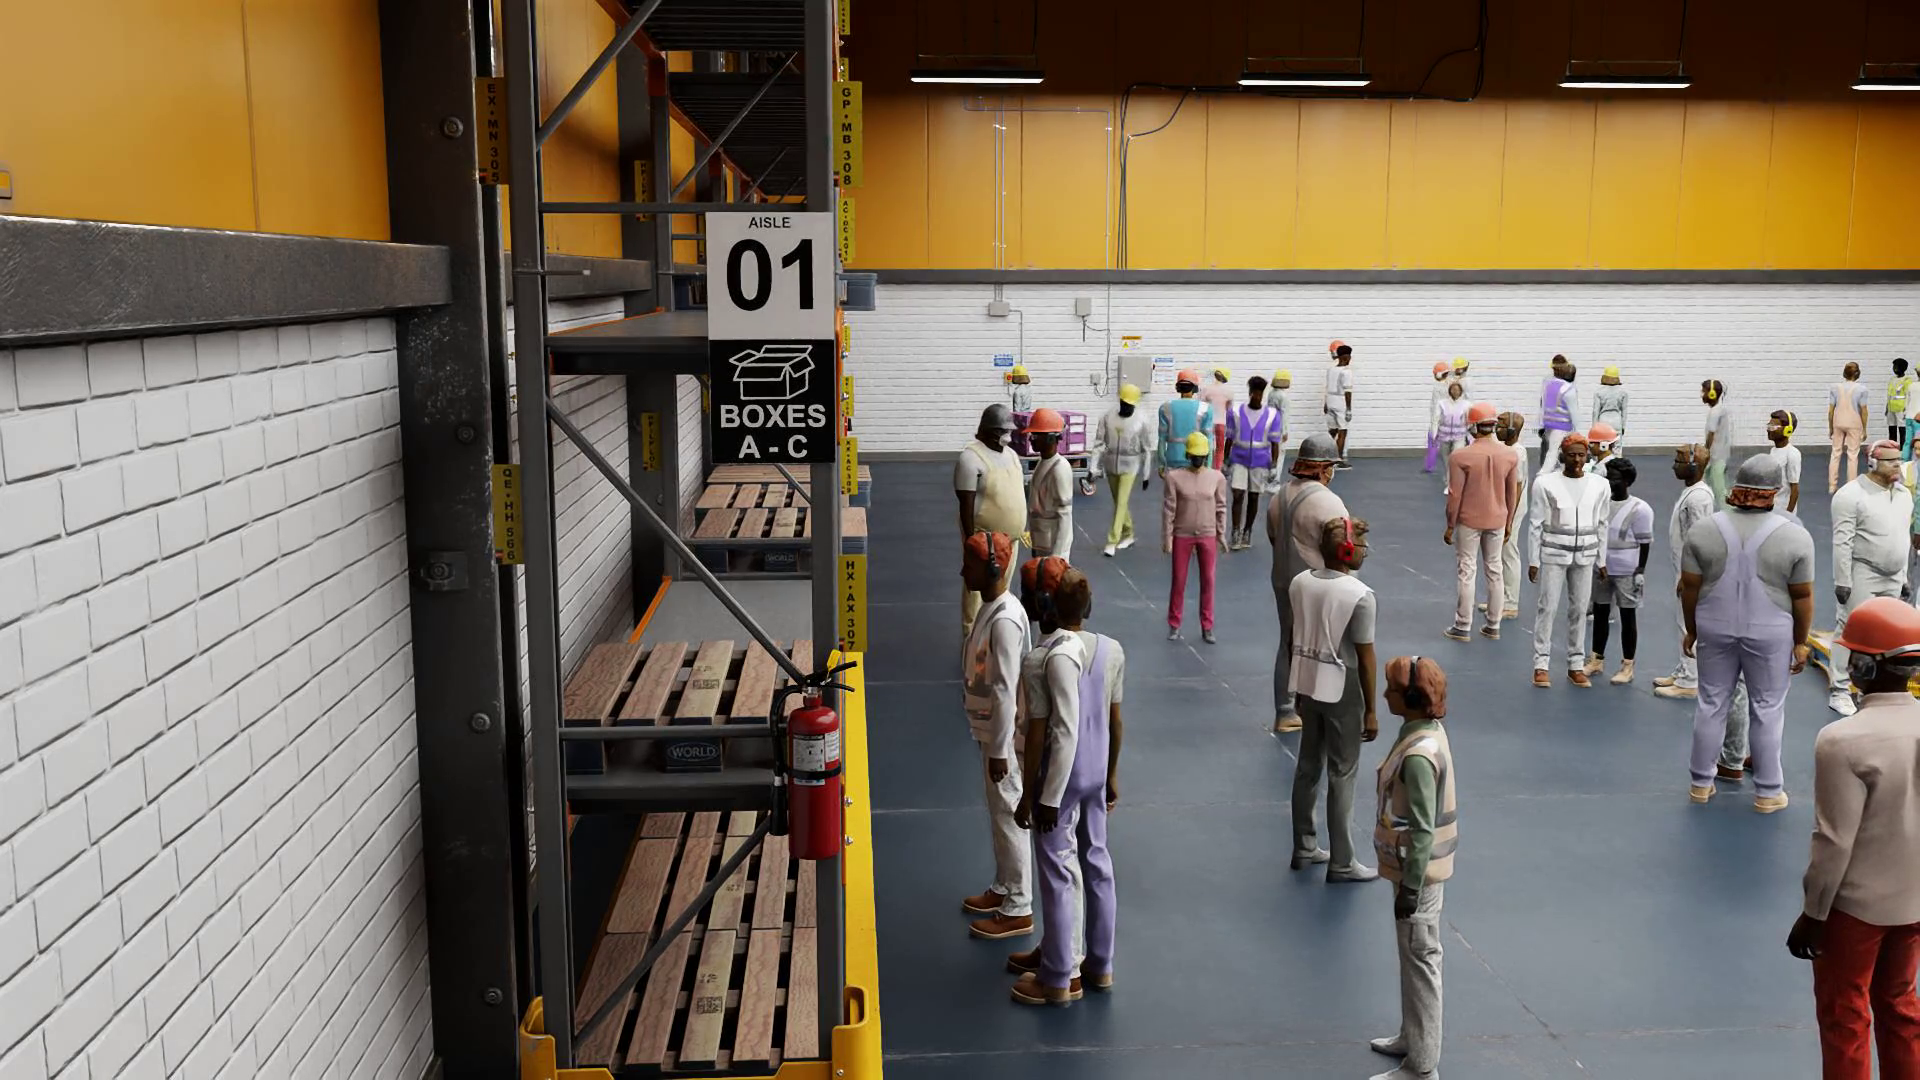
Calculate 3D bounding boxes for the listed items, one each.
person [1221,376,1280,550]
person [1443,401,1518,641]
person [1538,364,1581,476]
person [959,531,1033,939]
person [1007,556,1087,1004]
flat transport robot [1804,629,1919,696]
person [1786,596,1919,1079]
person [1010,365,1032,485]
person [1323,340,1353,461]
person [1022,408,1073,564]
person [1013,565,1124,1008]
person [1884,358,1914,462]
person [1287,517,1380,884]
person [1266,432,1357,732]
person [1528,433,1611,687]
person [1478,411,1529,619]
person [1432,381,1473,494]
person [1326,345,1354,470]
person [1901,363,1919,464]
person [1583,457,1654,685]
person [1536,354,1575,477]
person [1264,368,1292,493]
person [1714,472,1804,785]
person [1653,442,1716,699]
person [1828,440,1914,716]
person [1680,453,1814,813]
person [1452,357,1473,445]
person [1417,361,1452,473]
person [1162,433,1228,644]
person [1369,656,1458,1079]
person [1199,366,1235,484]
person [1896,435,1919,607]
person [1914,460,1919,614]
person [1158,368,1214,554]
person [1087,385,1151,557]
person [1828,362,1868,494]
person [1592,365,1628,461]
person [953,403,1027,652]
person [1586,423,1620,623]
[{"bbox_3d":[3.195,-0.827,18.273,0.634,1.919,0.917,1,9,7],"label":"person"},{"bbox_3d":[4.309,-0.150,13.801,0.612,1.996,0.379,-2,9,-10],"label":"person"},{"bbox_3d":[8.518,-1.566,23.317,0.933,1.795,0.641,-2,9,-14],"label":"person"},{"bbox_3d":[0.174,0.886,7.688,0.355,1.876,0.573,-1,9,-6],"label":"person"},{"bbox_3d":[0.381,0.994,6.976,0.356,1.882,0.572,0,9,1],"label":"person"},{"bbox_3d":[6.855,0.911,12.534,0.652,0.197,1.431,2,9,12],"label":"flat transport robot"},{"bbox_3d":[2.995,1.172,5.497,0.624,1.992,0.390,-4,10,-23],"label":"person"},{"bbox_3d":[0.885,-1.671,24.178,0.342,1.735,0.483,4,10,25],"label":"person"},{"bbox_3d":[6.133,-2.252,27.056,0.626,1.981,0.409,-8,12,-40],"label":"person"},{"bbox_3d":[0.655,0.023,12.564,0.383,2.045,0.605,-2,9,-11],"label":"person"},{"bbox_3d":[0.454,1.018,6.935,0.516,1.843,0.326,-6,11,-34],"label":"person"},{"bbox_3d":[15.282,-2.116,27.096,0.322,1.692,0.530,-1,9,-8],"label":"person"},{"bbox_3d":[1.860,0.798,8.332,0.384,1.839,0.570,-6,11,-31],"label":"person"},{"bbox_3d":[2.319,0.299,10.838,0.535,2.000,0.681,-4,10,-23],"label":"person"},{"bbox_3d":[4.477,0.153,12.248,0.584,1.882,0.345,0,9,2],"label":"person"},{"bbox_3d":[4.829,-0.220,14.712,0.345,1.846,0.507,1,9,8],"label":"person"},{"bbox_3d":[6.737,-1.374,22.766,0.514,1.593,0.878,4,10,23],"label":"person"},{"bbox_3d":[5.945,-2.076,26.027,0.377,1.958,0.608,-3,10,-20],"label":"person"},{"bbox_3d":[14.261,-1.775,24.723,0.331,1.768,0.527,0,9,-3],"label":"person"},{"bbox_3d":[4.880,0.226,12.373,0.322,1.696,0.536,-6,11,-33],"label":"person"},{"bbox_3d":[8.914,-1.855,24.948,0.579,1.848,0.757,7,12,38],"label":"person"},{"bbox_3d":[4.466,-1.533,23.274,0.319,1.742,0.492,-3,9,-17],"label":"person"},{"bbox_3d":[4.718,0.495,9.945,0.638,1.932,0.357,-3,10,-20],"label":"person"},{"bbox_3d":[5.221,0.219,11.955,0.340,1.845,0.513,4,10,22],"label":"person"},{"bbox_3d":[6.308,0.261,11.481,0.643,1.913,0.411,-3,10,-20],"label":"person"},{"bbox_3d":[4.488,0.515,9.484,0.690,2.000,0.538,7,11,36],"label":"person"},{"bbox_3d":[7.842,-1.990,26.099,0.327,1.760,0.524,-1,9,-9],"label":"person"},{"bbox_3d":[7.367,-1.850,25.301,0.570,1.732,0.716,-8,12,-41],"label":"person"},{"bbox_3d":[1.944,-0.008,13.728,0.553,1.746,0.527,0,9,-3],"label":"person"},{"bbox_3d":[1.692,1.236,6.215,0.311,1.638,0.523,3,9,16],"label":"person"},{"bbox_3d":[3.629,-1.651,24.083,0.686,1.721,0.326,-1,9,-8],"label":"person"},{"bbox_3d":[8.592,-0.138,14.873,0.312,1.631,0.524,-6,11,-32],"label":"person"},{"bbox_3d":[8.073,-0.069,13.476,0.629,1.936,0.371,4,10,22],"label":"person"},{"bbox_3d":[2.460,-0.860,18.165,0.604,2.034,0.417,3,9,15],"label":"person"},{"bbox_3d":[1.767,-0.766,18.124,0.617,1.854,1.013,5,10,28],"label":"person"},{"bbox_3d":[12.245,-1.532,22.945,0.344,1.847,0.504,-8,12,-41],"label":"person"},{"bbox_3d":[9.325,-1.635,23.905,0.491,1.746,0.284,1,9,6],"label":"person"},{"bbox_3d":[0.285,-0.095,13.313,0.536,2.000,0.683,9,13,44],"label":"person"},{"bbox_3d":[5.592,-0.152,14.570,0.342,1.749,0.573,2,9,11],"label":"person"}]
